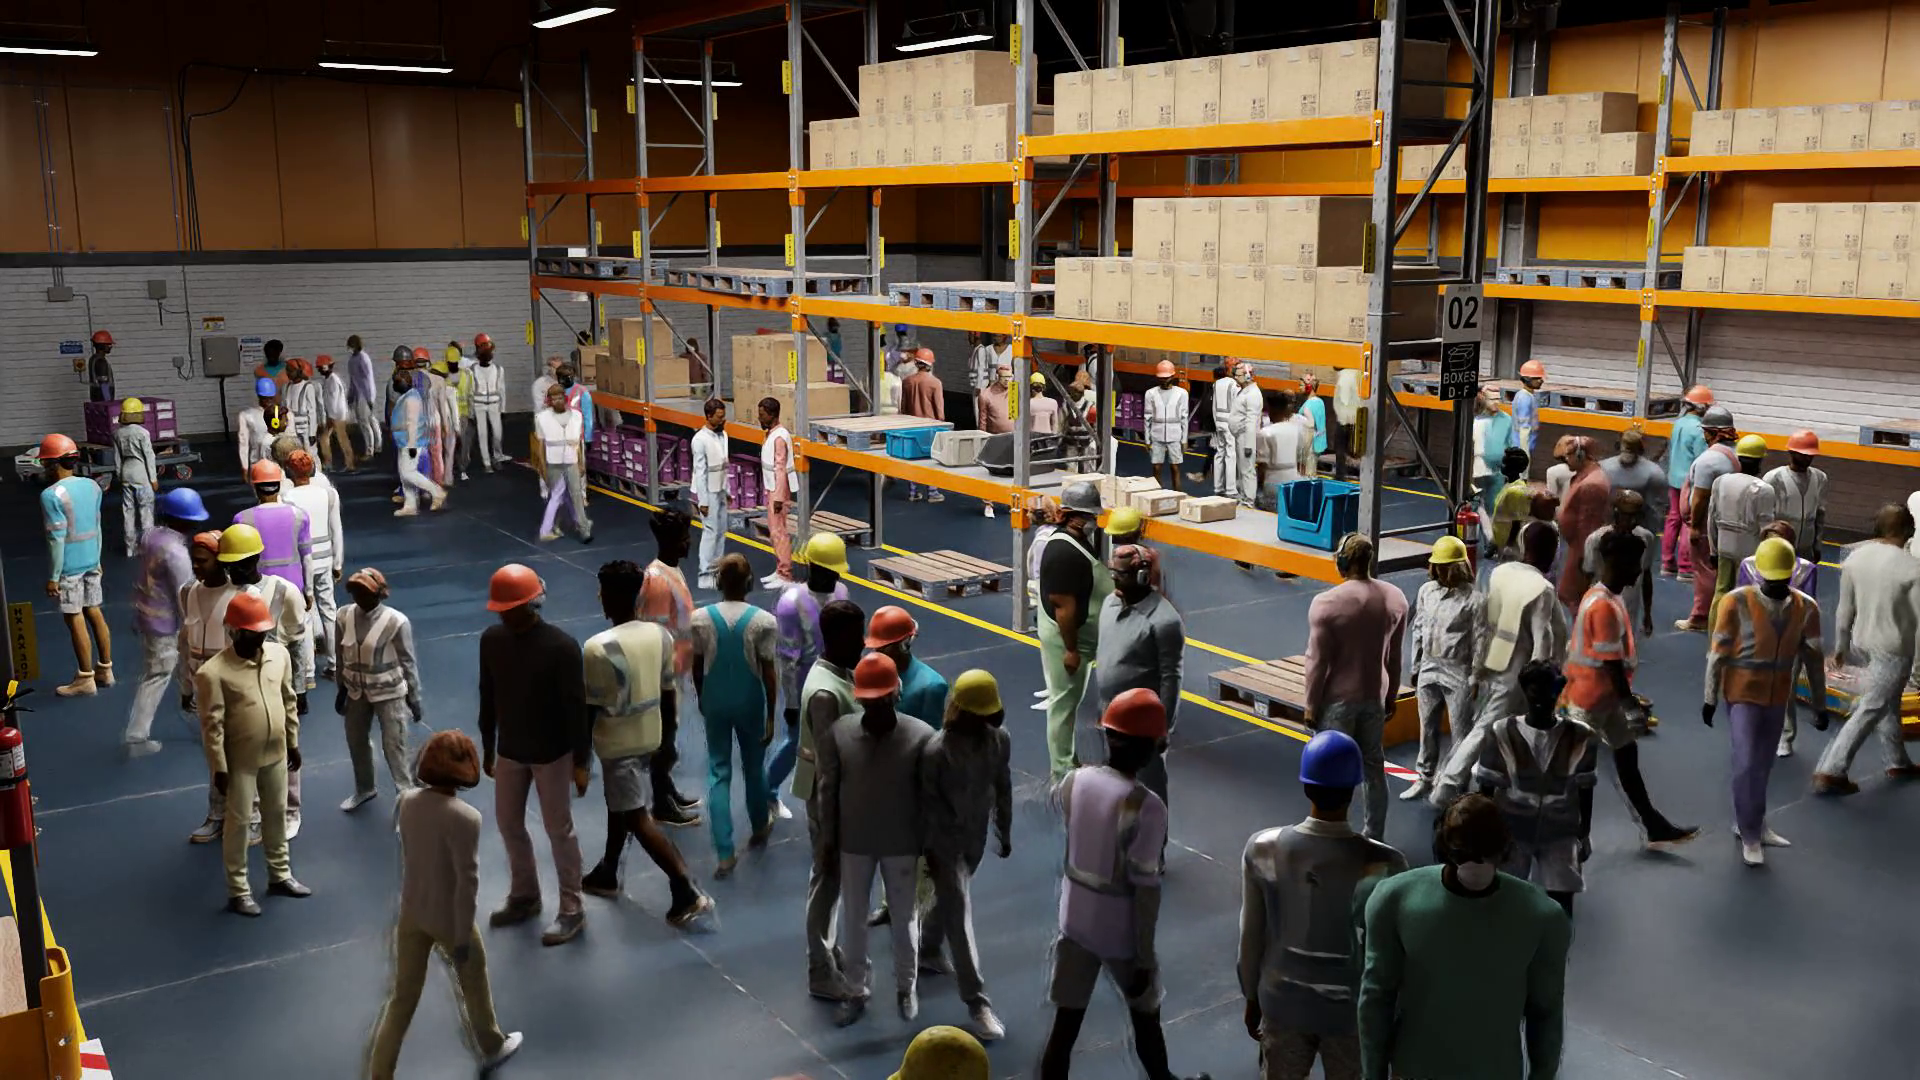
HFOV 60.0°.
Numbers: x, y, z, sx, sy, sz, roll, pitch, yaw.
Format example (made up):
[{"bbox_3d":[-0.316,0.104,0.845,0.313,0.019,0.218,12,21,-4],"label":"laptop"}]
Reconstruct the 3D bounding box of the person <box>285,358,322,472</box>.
[{"bbox_3d":[-8.508,-1.416,21.538,0.575,1.876,0.356,8,14,36],"label":"person"}]

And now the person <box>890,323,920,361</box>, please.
[{"bbox_3d":[-0.914,-2.770,28.316,0.617,1.927,0.722,-4,12,-20],"label":"person"}]

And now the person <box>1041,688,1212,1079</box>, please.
[{"bbox_3d":[0.632,1.500,6.570,0.579,1.875,0.969,11,15,44],"label":"person"}]

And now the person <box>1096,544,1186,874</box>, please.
[{"bbox_3d":[0.953,0.962,9.275,0.399,1.909,0.642,-7,13,-32],"label":"person"}]

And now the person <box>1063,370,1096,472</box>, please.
[{"bbox_3d":[1.635,-1.473,22.436,0.503,1.632,0.271,1,11,6],"label":"person"}]

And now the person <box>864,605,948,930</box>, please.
[{"bbox_3d":[-0.321,1.185,8.563,0.574,1.740,0.348,10,15,41],"label":"person"}]

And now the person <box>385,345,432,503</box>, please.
[{"bbox_3d":[-7.190,-1.507,21.563,0.538,2.000,0.683,5,12,25],"label":"person"}]

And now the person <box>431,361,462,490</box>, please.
[{"bbox_3d":[-7.012,-1.532,22.441,0.542,1.752,0.430,5,12,22],"label":"person"}]

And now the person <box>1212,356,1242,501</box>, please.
[{"bbox_3d":[3.512,-1.452,21.682,0.355,1.887,0.573,-6,12,-27],"label":"person"}]

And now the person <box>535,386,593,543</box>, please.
[{"bbox_3d":[-4.496,-0.854,18.886,0.582,1.779,0.989,-8,13,-35],"label":"person"}]

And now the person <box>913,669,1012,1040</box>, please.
[{"bbox_3d":[0.000,1.373,7.739,0.511,1.683,0.888,-9,14,-38],"label":"person"}]

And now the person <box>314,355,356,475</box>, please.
[{"bbox_3d":[-9.012,-1.776,23.750,0.685,1.716,0.579,-9,14,-37],"label":"person"}]

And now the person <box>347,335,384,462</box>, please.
[{"bbox_3d":[-9.034,-2.161,25.262,0.496,1.914,0.683,-7,13,-30],"label":"person"}]

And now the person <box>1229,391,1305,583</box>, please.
[{"bbox_3d":[3.171,-0.560,17.003,0.639,1.918,0.960,-6,12,-26],"label":"person"}]

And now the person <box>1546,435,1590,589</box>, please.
[{"bbox_3d":[5.888,-0.215,16.085,0.499,1.604,0.805,-3,11,-13],"label":"person"}]

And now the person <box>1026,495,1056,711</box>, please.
[{"bbox_3d":[0.650,0.463,12.559,0.321,1.627,0.531,1,11,7],"label":"person"}]

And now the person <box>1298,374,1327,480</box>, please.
[{"bbox_3d":[4.141,-1.043,19.686,0.383,1.845,0.570,4,12,21],"label":"person"}]

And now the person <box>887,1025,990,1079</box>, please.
[{"bbox_3d":[-0.033,2.038,4.184,0.298,1.745,0.484,-2,11,-10],"label":"person"}]

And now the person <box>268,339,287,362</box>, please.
[{"bbox_3d":[-11.104,-2.433,27.178,0.318,1.698,0.539,-9,14,-39],"label":"person"}]

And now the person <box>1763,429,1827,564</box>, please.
[{"bbox_3d":[7.046,0.016,14.065,0.543,1.929,0.387,-1,11,-3],"label":"person"}]

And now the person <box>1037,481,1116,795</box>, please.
[{"bbox_3d":[0.771,0.614,10.711,0.537,2.000,0.675,1,11,7],"label":"person"}]

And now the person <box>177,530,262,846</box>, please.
[{"bbox_3d":[-4.335,0.872,9.793,0.587,1.882,0.342,3,11,14],"label":"person"}]

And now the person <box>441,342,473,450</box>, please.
[{"bbox_3d":[-7.698,-2.145,25.489,0.647,1.779,0.947,-3,11,-15],"label":"person"}]

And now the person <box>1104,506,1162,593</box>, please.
[{"bbox_3d":[1.123,0.613,11.517,0.723,1.735,0.534,9,14,38],"label":"person"}]

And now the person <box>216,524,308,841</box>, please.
[{"bbox_3d":[-4.162,0.845,9.825,0.594,1.922,0.385,0,11,2],"label":"person"}]

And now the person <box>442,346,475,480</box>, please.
[{"bbox_3d":[-7.122,-1.784,23.379,0.595,1.896,0.618,-8,14,-36],"label":"person"}]

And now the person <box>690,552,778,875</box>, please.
[{"bbox_3d":[-1.281,0.954,9.558,0.512,1.809,0.841,0,11,0],"label":"person"}]

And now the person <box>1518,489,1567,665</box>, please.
[{"bbox_3d":[4.523,0.419,12.793,0.546,1.621,0.621,-10,15,-42],"label":"person"}]

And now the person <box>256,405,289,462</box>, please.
[{"bbox_3d":[-6.758,-0.417,16.472,0.336,1.856,0.530,-9,14,-38],"label":"person"}]

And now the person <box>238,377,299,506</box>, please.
[{"bbox_3d":[-7.603,-0.824,18.339,0.627,1.941,0.422,-6,12,-27],"label":"person"}]

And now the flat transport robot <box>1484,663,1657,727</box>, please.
[{"bbox_3d":[4.575,1.138,12.572,0.652,0.197,1.431,-2,11,-9],"label":"flat transport robot"}]

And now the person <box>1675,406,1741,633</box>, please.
[{"bbox_3d":[6.704,-0.201,14.879,0.683,2.000,0.535,-7,13,-33],"label":"person"}]

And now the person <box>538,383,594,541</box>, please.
[{"bbox_3d":[-4.591,-0.909,19.152,0.524,1.788,0.978,8,13,35],"label":"person"}]

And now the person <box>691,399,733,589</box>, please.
[{"bbox_3d":[-2.470,-0.459,16.558,0.388,1.904,0.603,3,12,16],"label":"person"}]

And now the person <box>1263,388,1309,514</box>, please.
[{"bbox_3d":[3.559,-0.748,18.218,0.501,1.838,0.342,-1,11,-6],"label":"person"}]

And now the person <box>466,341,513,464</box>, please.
[{"bbox_3d":[-7.119,-2.056,24.892,0.562,1.844,0.807,7,13,33],"label":"person"}]

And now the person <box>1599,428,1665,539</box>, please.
[{"bbox_3d":[5.734,-0.033,14.373,0.632,1.913,0.462,11,15,43],"label":"person"}]

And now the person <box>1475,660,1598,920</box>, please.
[{"bbox_3d":[2.660,1.380,7.713,0.548,1.677,0.504,3,11,14],"label":"person"}]

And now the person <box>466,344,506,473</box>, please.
[{"bbox_3d":[-6.809,-1.887,23.950,0.568,1.868,0.410,-6,12,-26],"label":"person"}]

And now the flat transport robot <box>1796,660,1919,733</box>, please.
[{"bbox_3d":[6.714,1.145,12.534,0.652,0.197,1.431,-3,12,-16],"label":"flat transport robot"}]

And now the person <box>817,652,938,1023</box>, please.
[{"bbox_3d":[-0.377,1.364,7.629,0.569,1.753,0.341,1,11,5],"label":"person"}]

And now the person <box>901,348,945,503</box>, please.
[{"bbox_3d":[-0.469,-1.486,21.573,0.617,1.993,0.396,6,13,29],"label":"person"}]

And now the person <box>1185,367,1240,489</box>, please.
[{"bbox_3d":[3.534,-1.526,22.656,0.887,1.639,0.547,7,13,32],"label":"person"}]

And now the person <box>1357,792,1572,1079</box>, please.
[{"bbox_3d":[1.588,1.729,5.302,0.648,1.938,0.357,3,11,14],"label":"person"}]

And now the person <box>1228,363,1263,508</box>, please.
[{"bbox_3d":[3.498,-1.225,20.495,0.399,1.900,0.645,0,11,0],"label":"person"}]

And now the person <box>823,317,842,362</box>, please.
[{"bbox_3d":[-2.415,-3.286,31.264,0.506,1.804,0.529,9,14,39],"label":"person"}]

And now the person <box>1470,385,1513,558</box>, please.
[{"bbox_3d":[5.675,-0.727,17.948,0.646,1.899,0.399,-3,11,-13],"label":"person"}]

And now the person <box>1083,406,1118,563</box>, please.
[{"bbox_3d":[1.426,-0.513,17.213,0.326,1.751,0.561,5,12,25],"label":"person"}]

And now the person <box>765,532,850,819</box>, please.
[{"bbox_3d":[-0.902,0.843,9.980,0.909,1.882,0.646,9,14,39],"label":"person"}]
